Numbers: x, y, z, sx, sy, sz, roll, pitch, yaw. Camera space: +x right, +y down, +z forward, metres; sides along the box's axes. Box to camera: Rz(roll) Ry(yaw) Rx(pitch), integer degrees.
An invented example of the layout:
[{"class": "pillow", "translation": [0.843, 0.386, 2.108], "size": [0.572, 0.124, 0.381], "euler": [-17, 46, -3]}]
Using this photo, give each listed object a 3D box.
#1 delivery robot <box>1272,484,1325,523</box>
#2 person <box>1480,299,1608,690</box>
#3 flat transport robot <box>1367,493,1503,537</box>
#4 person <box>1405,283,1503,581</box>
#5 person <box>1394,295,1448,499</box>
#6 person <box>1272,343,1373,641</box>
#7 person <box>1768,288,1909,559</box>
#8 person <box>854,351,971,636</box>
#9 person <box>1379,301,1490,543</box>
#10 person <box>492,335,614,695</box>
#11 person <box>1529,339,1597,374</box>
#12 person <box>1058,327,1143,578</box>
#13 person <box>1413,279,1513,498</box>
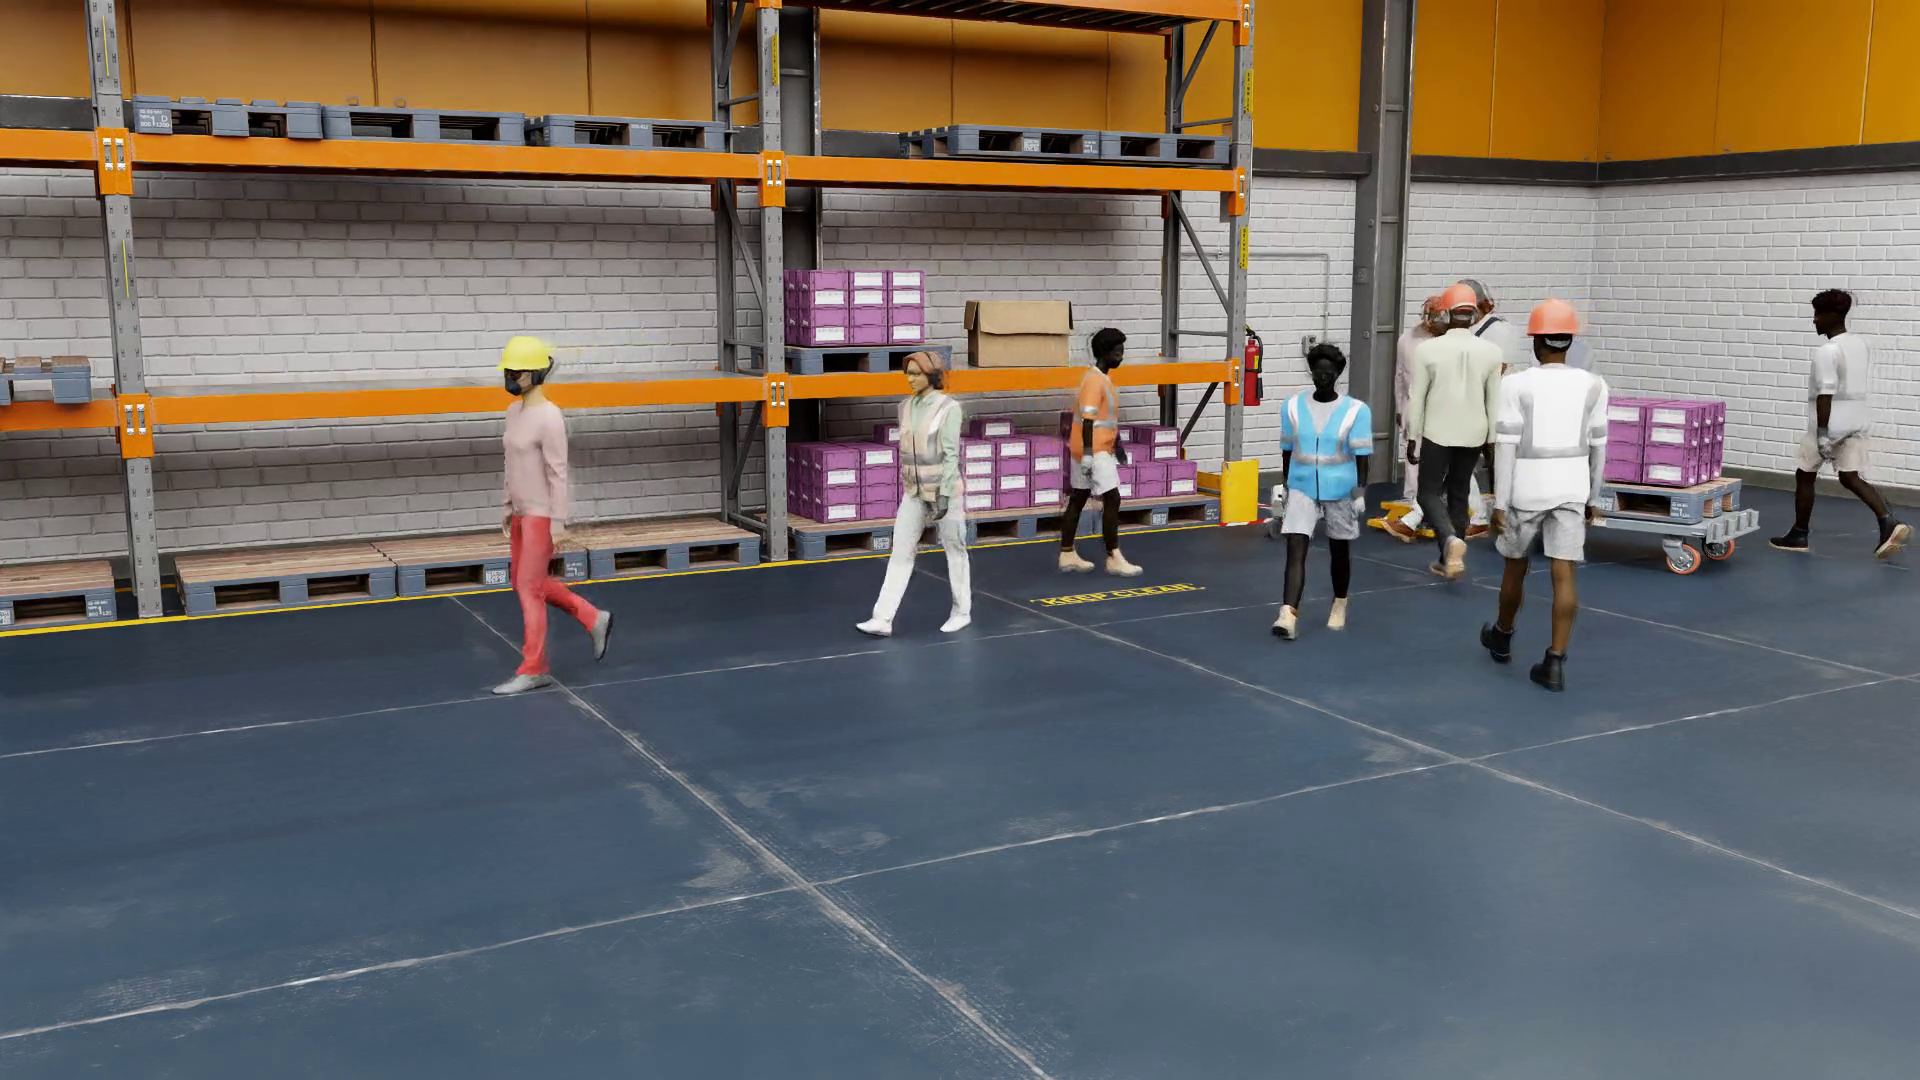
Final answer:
[{"class": "delivery robot", "translation": [2.699, -0.338, 12.771], "size": [0.477, 0.478, 0.707], "euler": [8, 12, 40]}, {"class": "person", "translation": [2.935, -0.252, 8.421], "size": [0.570, 1.900, 0.909], "euler": [1, 9, 4]}, {"class": "flat transport robot", "translation": [3.976, -0.207, 13.121], "size": [1.431, 0.197, 0.652], "euler": [-5, 11, -29]}, {"class": "person", "translation": [3.230, -0.680, 10.834], "size": [0.621, 1.971, 0.780], "euler": [-1, 9, -5]}, {"class": "person", "translation": [3.916, -1.100, 13.792], "size": [0.652, 1.850, 0.962], "euler": [5, 11, 28]}, {"class": "person", "translation": [2.013, -0.262, 9.256], "size": [0.540, 1.643, 0.879], "euler": [4, 10, 23]}, {"class": "person", "translation": [6.292, -0.821, 11.834], "size": [0.619, 1.930, 0.910], "euler": [-5, 11, -29]}, {"class": "person", "translation": [-0.221, -0.238, 9.241], "size": [0.527, 1.598, 0.826], "euler": [8, 12, 41]}, {"class": "person", "translation": [3.616, -0.885, 12.509], "size": [1.019, 1.821, 0.573], "euler": [-3, 10, -16]}, {"class": "person", "translation": [-2.034, -0.138, 8.199], "size": [0.643, 1.746, 0.535], "euler": [-7, 11, -35]}, {"class": "person", "translation": [4.893, -1.018, 13.538], "size": [0.597, 1.774, 0.919], "euler": [-1, 9, -4]}, {"class": "person", "translation": [0.975, -0.586, 11.148], "size": [0.698, 1.656, 0.560], "euler": [1, 9, 8]}, {"class": "person", "translation": [4.060, -1.143, 13.442], "size": [1.005, 2.000, 0.701], "euler": [-4, 10, -22]}]
